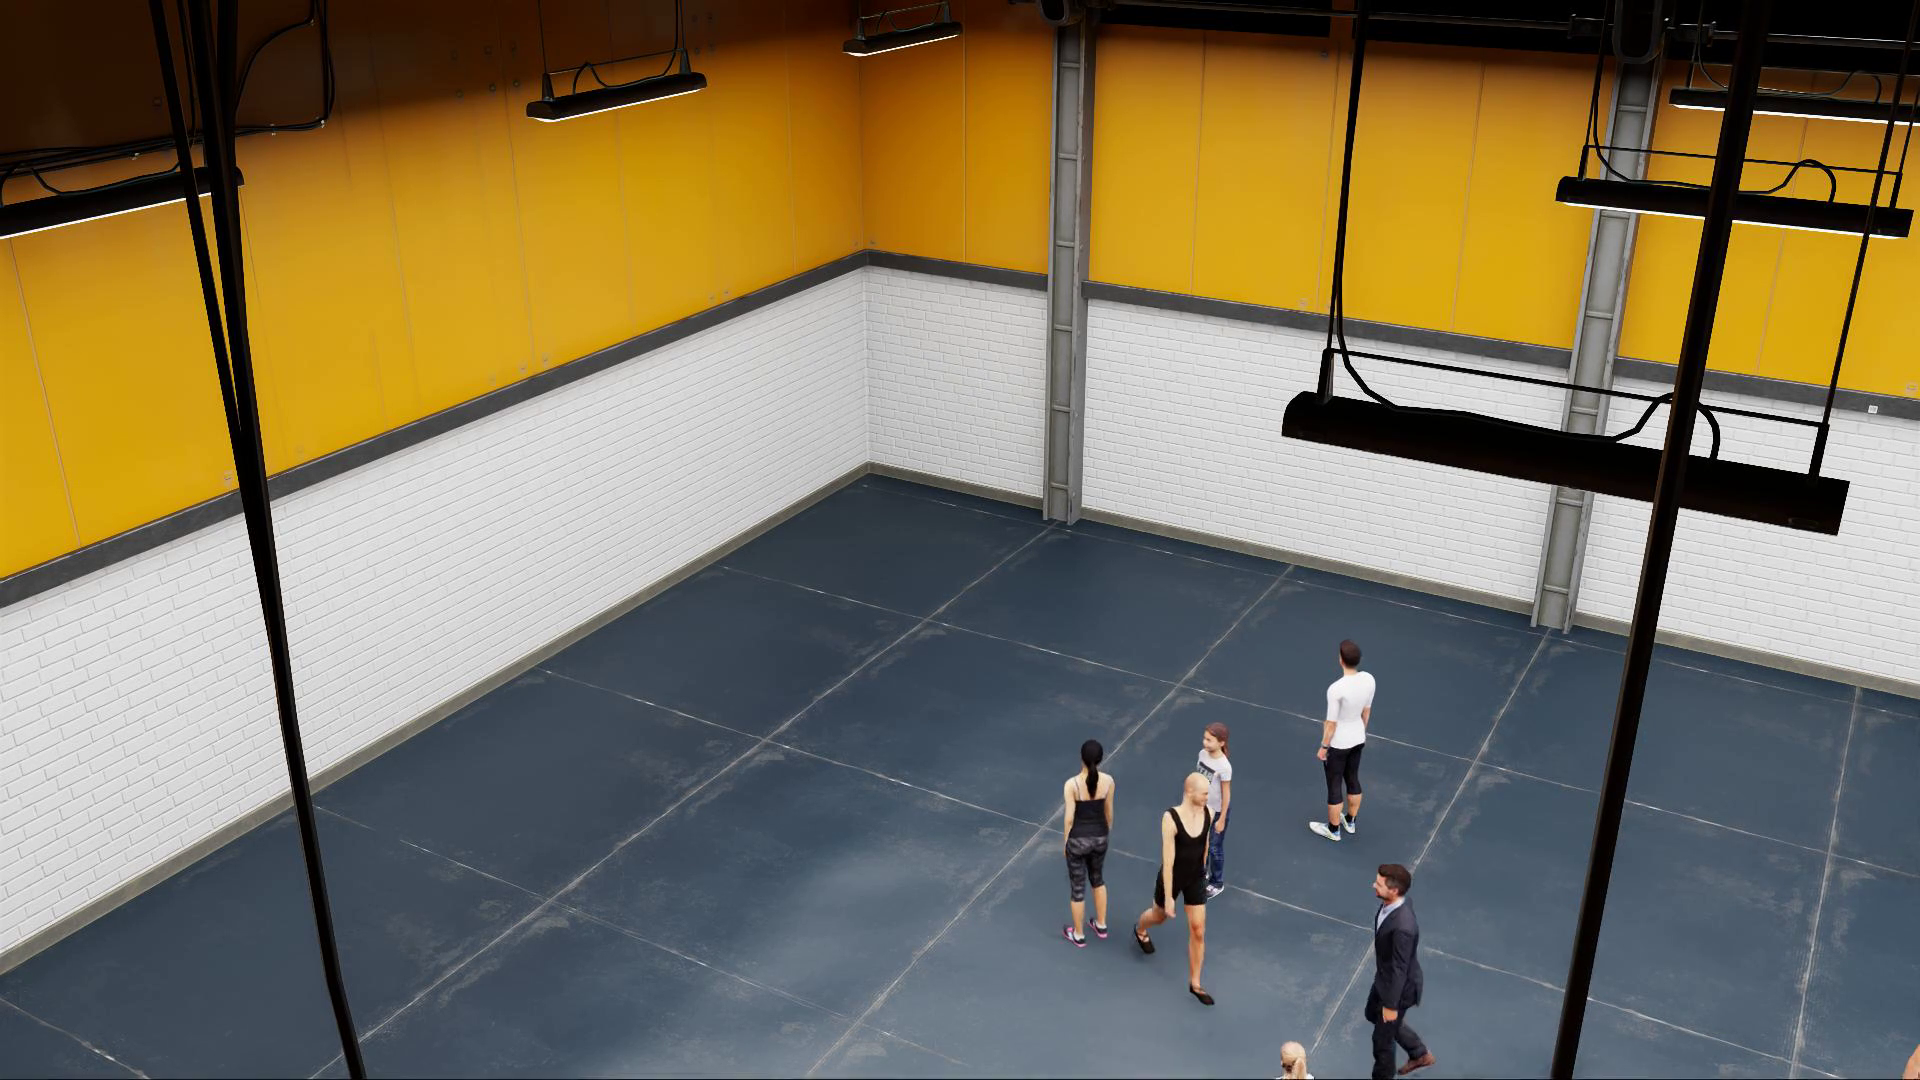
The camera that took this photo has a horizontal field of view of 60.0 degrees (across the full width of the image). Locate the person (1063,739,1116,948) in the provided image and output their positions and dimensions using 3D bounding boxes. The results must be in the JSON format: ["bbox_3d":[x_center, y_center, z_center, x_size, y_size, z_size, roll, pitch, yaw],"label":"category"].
[{"bbox_3d":[0.997,2.345,12.815,0.666,1.715,0.724,-8,25,-18],"label":"person"}]

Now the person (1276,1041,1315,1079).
[{"bbox_3d":[2.047,3.697,10.284,0.687,1.266,0.746,-5,24,-12],"label":"person"}]

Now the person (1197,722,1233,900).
[{"bbox_3d":[2.039,2.157,13.449,0.692,1.552,0.604,-13,27,-28],"label":"person"}]

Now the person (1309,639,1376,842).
[{"bbox_3d":[3.278,1.694,14.136,0.745,1.849,0.736,-14,27,-29],"label":"person"}]

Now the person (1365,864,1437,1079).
[{"bbox_3d":[3.003,2.991,11.177,0.985,1.843,0.890,0,24,0],"label":"person"}]

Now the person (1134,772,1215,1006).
[{"bbox_3d":[1.580,2.502,12.391,1.080,1.767,1.277,-11,26,-24],"label":"person"}]
